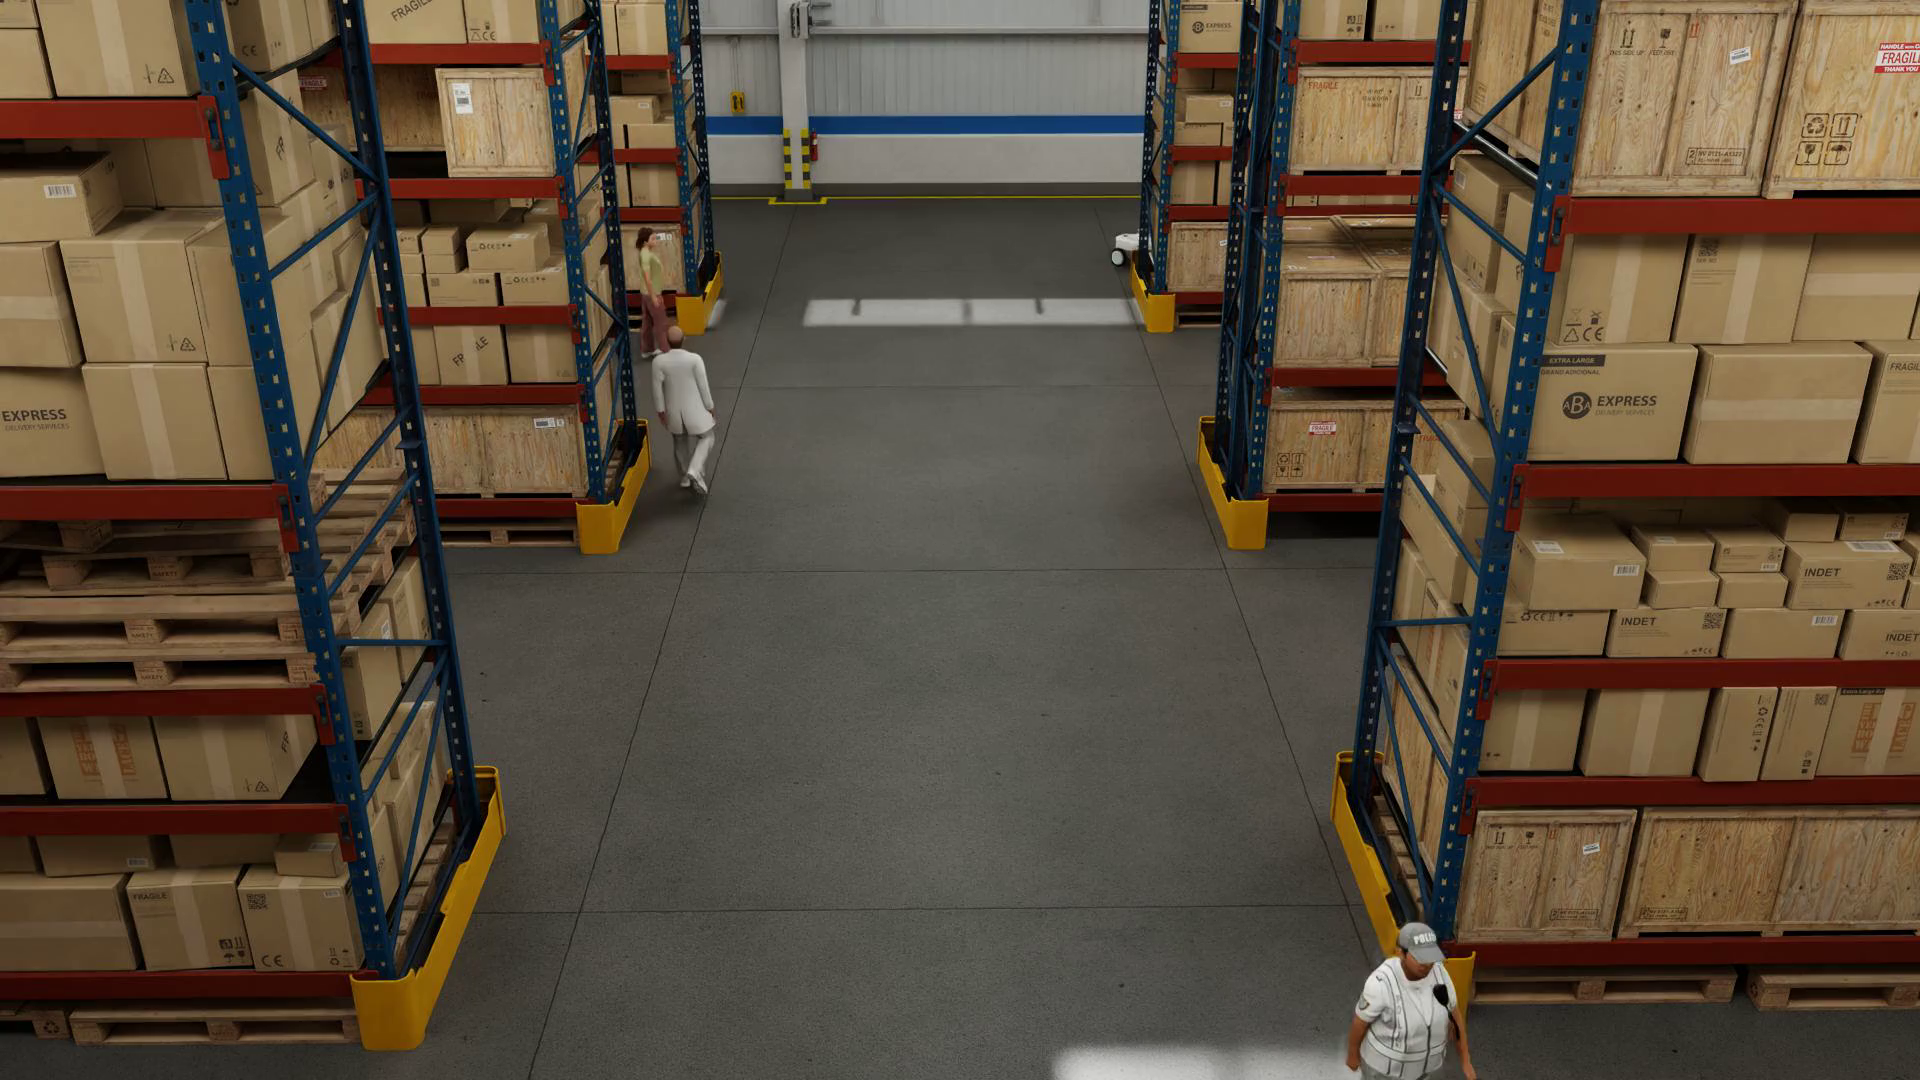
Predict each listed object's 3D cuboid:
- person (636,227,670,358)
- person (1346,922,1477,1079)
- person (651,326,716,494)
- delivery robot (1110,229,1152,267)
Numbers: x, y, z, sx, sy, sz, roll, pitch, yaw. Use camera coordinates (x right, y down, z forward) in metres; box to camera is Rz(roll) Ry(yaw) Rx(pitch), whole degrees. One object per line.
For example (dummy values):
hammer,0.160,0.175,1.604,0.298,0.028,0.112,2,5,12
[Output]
person,-3.695,-3.017,20.397,0.559,1.667,0.580,-6,26,-13
person,2.269,2.627,8.402,0.510,1.613,1.004,-12,28,-24
person,-2.748,-1.320,16.650,0.600,1.772,0.776,3,25,6
delivery robot,2.569,-4.226,24.500,0.731,0.535,0.667,18,31,34
